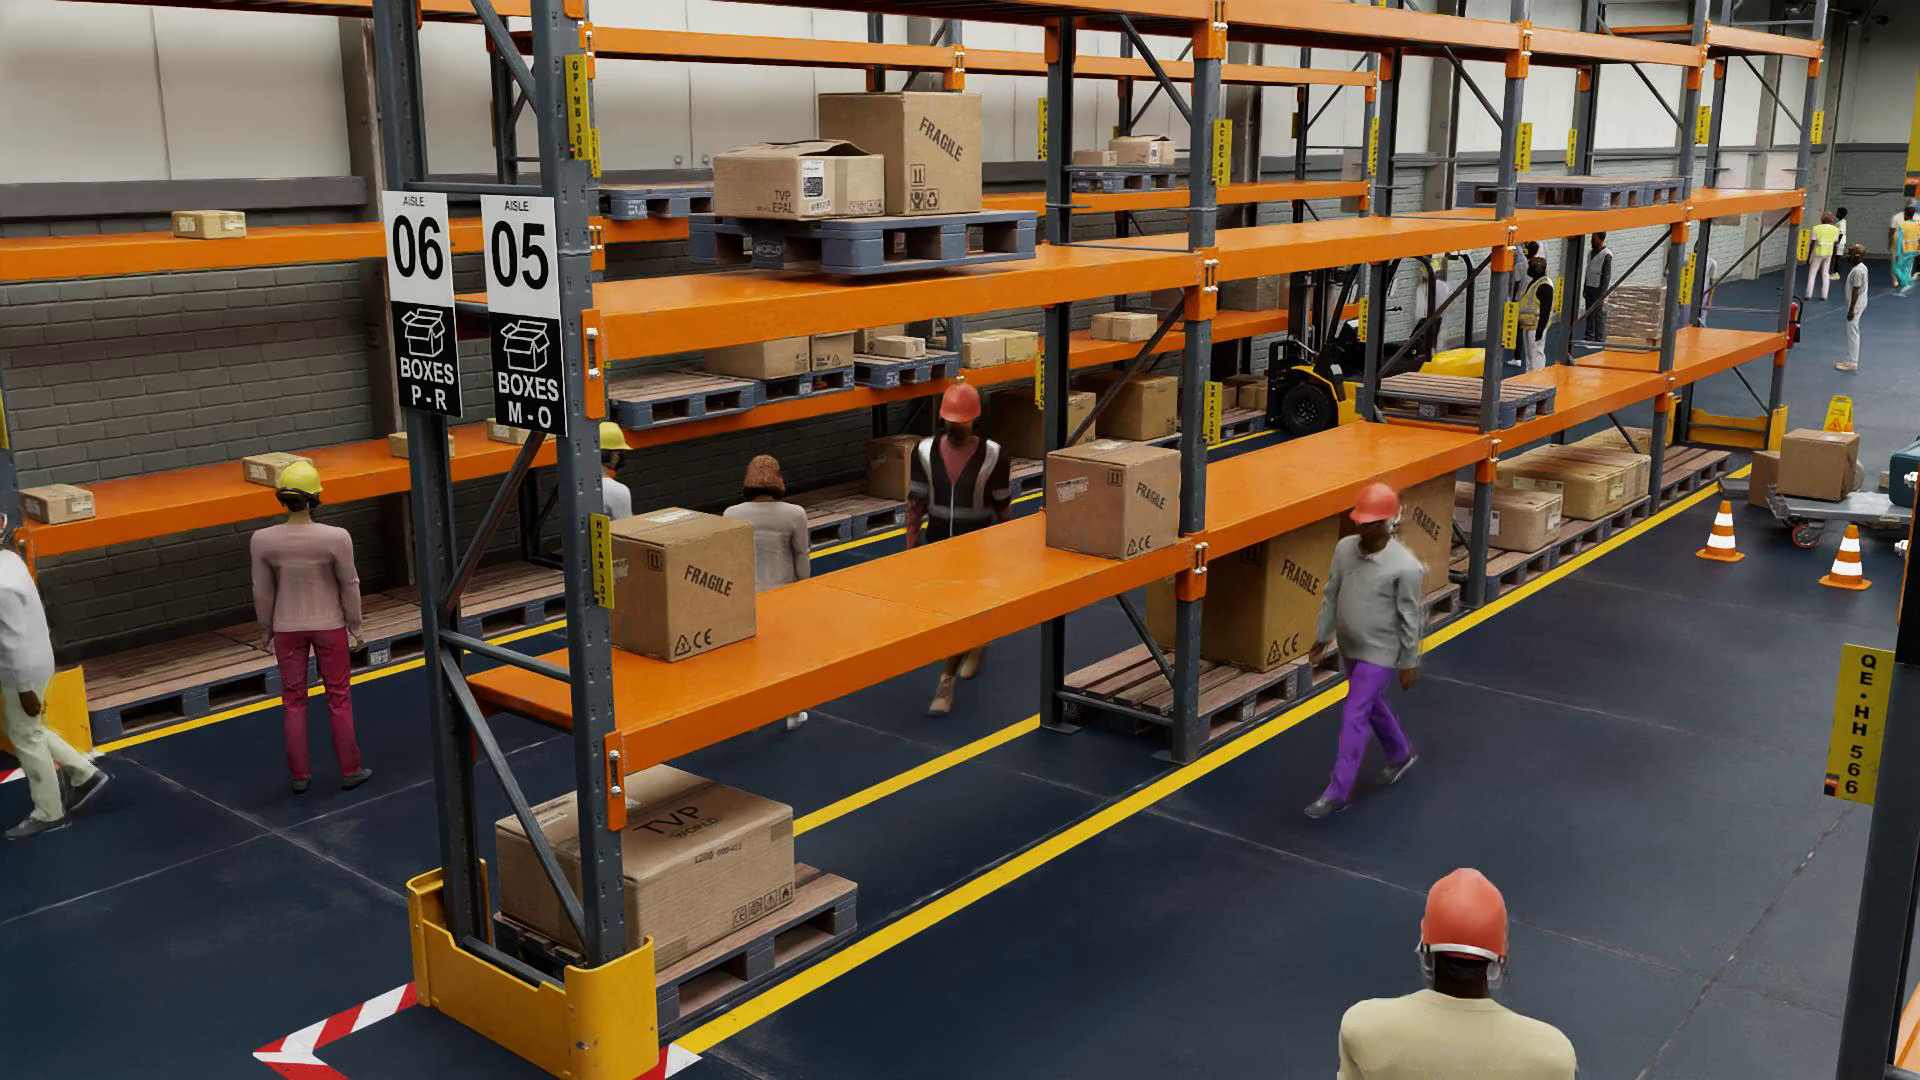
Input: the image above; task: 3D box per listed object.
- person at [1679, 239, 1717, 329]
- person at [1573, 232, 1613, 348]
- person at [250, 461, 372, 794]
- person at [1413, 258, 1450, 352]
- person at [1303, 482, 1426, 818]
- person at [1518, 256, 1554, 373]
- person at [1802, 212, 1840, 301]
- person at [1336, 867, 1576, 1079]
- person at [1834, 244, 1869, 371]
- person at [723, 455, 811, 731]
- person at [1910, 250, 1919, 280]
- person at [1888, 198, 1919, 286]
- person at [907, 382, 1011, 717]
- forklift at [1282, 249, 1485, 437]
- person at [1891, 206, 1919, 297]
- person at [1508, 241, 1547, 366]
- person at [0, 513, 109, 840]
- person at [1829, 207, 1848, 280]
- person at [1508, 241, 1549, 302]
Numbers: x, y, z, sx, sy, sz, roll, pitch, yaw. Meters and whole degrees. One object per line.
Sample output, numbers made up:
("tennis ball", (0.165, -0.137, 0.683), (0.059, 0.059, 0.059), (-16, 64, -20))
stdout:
("person", (11.315, -3.710, 25.580), (0.507, 1.846, 0.345), (10, 17, 35))
("person", (10.265, -4.058, 26.845), (0.385, 1.918, 0.596), (-3, 14, -12))
("person", (-3.412, 0.463, 8.752), (0.531, 1.767, 0.328), (-2, 14, -7))
("person", (6.264, -2.874, 22.307), (0.619, 1.776, 0.944), (-8, 16, -28))
("person", (2.130, 0.526, 8.589), (0.867, 1.718, 0.556), (-7, 16, -28))
("person", (7.554, -2.805, 21.903), (0.429, 1.841, 0.634), (1, 14, 3))
("person", (17.777, -5.835, 34.274), (0.572, 1.825, 0.407), (0, 14, 0))
("person", (1.175, 1.647, 4.041), (0.577, 1.720, 0.841), (4, 14, 18))
("person", (13.055, -3.391, 24.309), (0.349, 1.837, 0.502), (7, 15, 26))
("person", (-1.110, 0.312, 9.640), (0.497, 1.633, 0.289), (0, 14, -2))
("person", (22.755, -6.984, 39.291), (0.838, 1.660, 0.528), (-7, 16, -27))
("person", (21.175, -6.673, 37.240), (0.686, 2.000, 0.899), (8, 16, 31))
("person", (0.012, 0.001, 10.154), (0.619, 2.008, 0.998), (4, 14, 17))
("forklift", (4.886, -2.214, 18.767), (2.313, 2.155, 1.214), (11, 18, 38))
("person", (20.001, -6.085, 35.136), (0.595, 1.900, 0.462), (-3, 14, -14))
("person", (8.450, -3.531, 24.789), (0.532, 1.876, 0.321), (-1, 14, -5))
("person", (-4.618, 0.626, 8.167), (0.522, 1.721, 0.586), (-7, 15, -27))
("person", (20.728, -6.998, 39.268), (0.318, 1.700, 0.535), (5, 15, 19))
("person", (9.177, -4.134, 26.901), (0.688, 2.000, 0.538), (0, 14, -1))
